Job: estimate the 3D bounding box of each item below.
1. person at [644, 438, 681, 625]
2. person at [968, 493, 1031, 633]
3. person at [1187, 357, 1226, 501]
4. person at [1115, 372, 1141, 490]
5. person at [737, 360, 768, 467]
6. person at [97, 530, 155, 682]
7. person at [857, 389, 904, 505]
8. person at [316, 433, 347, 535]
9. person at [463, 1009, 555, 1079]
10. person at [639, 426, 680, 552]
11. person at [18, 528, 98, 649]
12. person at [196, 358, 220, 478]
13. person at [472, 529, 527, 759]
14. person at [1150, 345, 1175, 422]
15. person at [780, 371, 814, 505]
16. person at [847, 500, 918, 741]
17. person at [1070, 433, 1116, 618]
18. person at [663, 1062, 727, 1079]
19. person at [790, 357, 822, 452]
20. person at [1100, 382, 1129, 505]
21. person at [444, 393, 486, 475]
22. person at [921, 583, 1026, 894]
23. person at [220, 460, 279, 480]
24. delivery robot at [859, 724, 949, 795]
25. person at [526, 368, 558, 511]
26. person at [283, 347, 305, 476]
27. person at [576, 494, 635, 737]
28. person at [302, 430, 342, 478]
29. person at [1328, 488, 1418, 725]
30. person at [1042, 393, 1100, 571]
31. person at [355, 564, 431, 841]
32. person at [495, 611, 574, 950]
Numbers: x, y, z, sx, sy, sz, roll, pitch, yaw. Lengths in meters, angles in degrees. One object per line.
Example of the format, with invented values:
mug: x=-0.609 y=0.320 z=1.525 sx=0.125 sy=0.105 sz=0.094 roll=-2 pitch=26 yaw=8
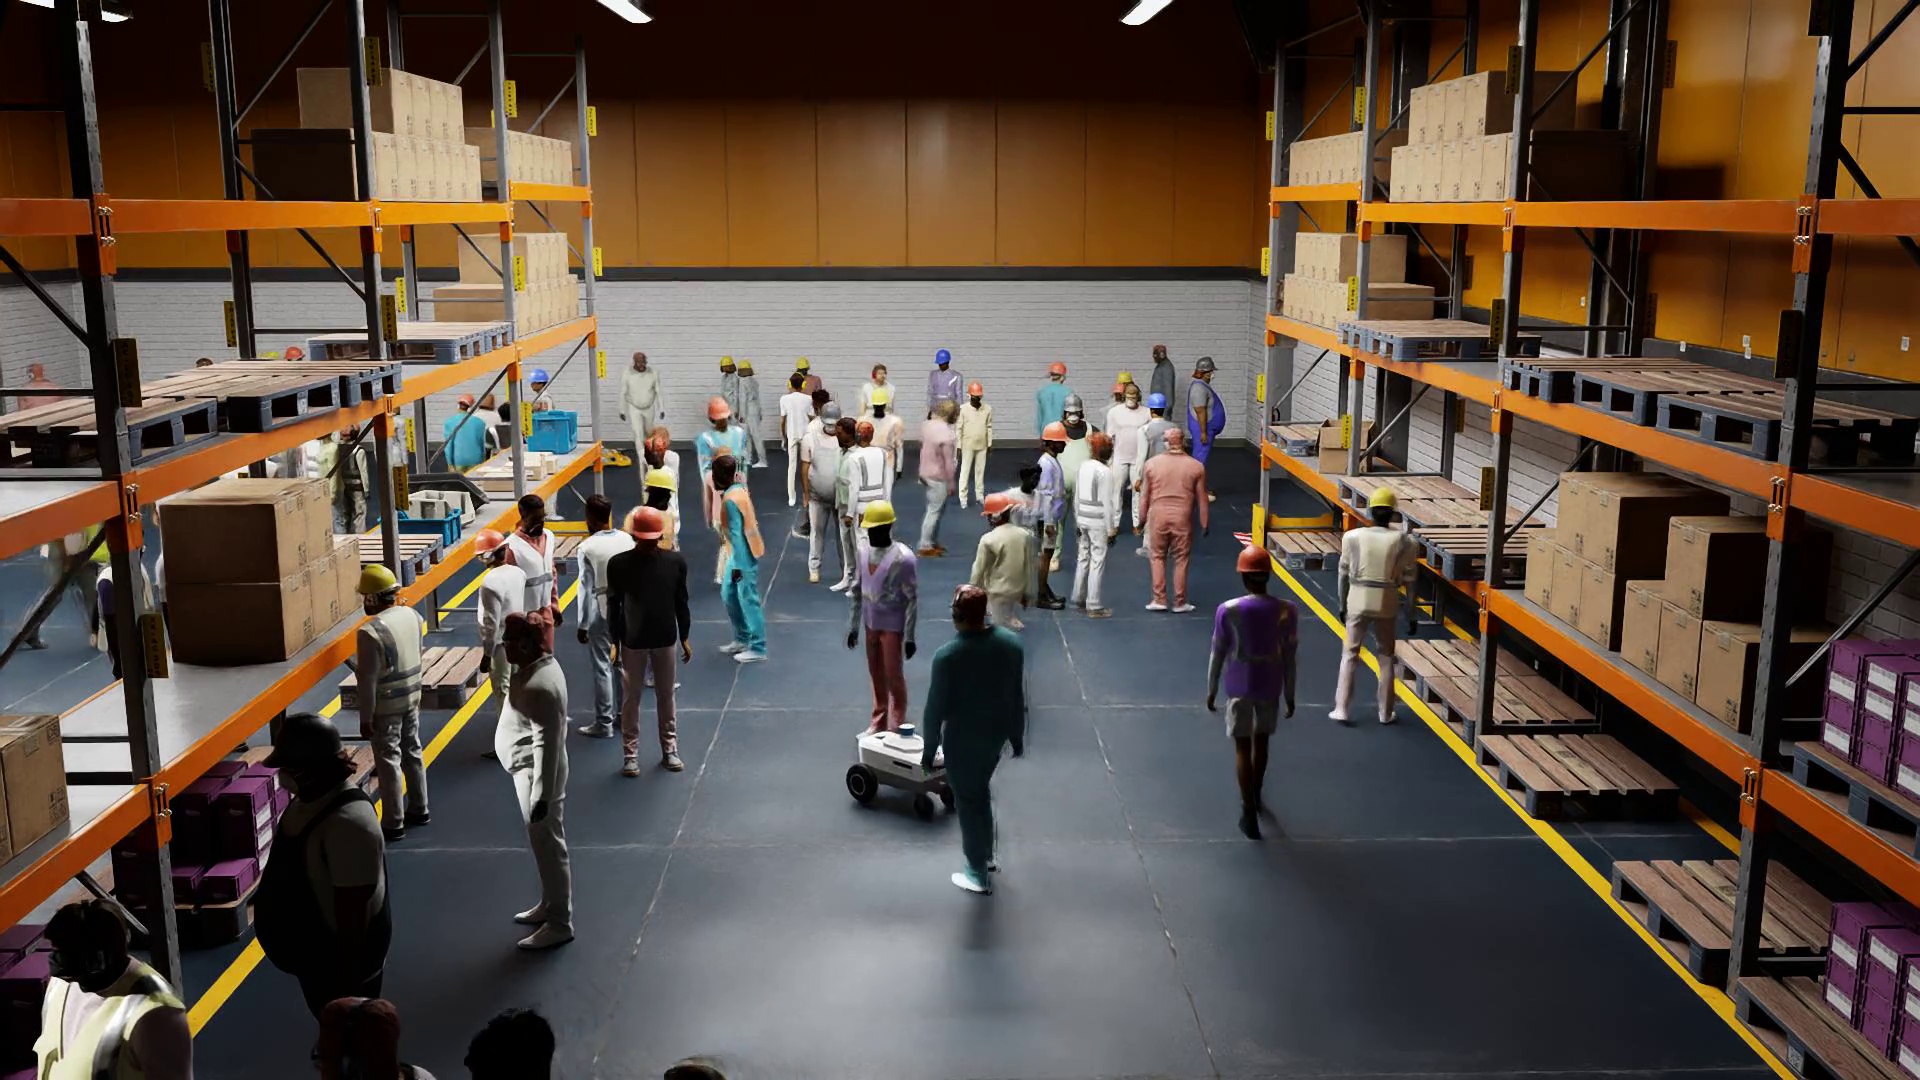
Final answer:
person: x=-2.950 y=-0.083 z=16.448 sx=0.362 sy=1.883 sz=0.575 roll=-4 pitch=12 yaw=-21
person: x=0.283 y=0.439 z=14.273 sx=0.806 sy=1.707 sz=0.552 roll=9 pitch=15 yaw=39
person: x=3.489 y=-1.584 z=23.573 sx=0.538 sy=2.000 sz=0.684 roll=1 pitch=11 yaw=5
person: x=2.441 y=-1.615 z=24.514 sx=0.494 sy=1.730 sz=0.324 roll=11 pitch=16 yaw=44
person: x=-3.355 y=-2.022 z=26.662 sx=0.603 sy=1.711 sz=0.500 roll=4 pitch=12 yaw=19
person: x=-6.045 y=0.803 z=12.102 sx=0.375 sy=1.840 sz=0.570 roll=-1 pitch=11 yaw=-3
person: x=-1.029 y=-0.909 z=20.572 sx=0.599 sy=1.894 sz=0.837 roll=2 pitch=12 yaw=12
person: x=-7.280 y=-0.566 z=19.190 sx=0.336 sy=1.760 sz=0.525 roll=-7 pitch=13 yaw=-31
person: x=-1.188 y=2.245 z=4.654 sx=0.619 sy=1.915 sz=0.918 roll=4 pitch=12 yaw=18
person: x=-3.528 y=-0.548 z=19.512 sx=0.501 sy=1.591 sz=0.871 roll=1 pitch=11 yaw=6
person: x=-8.383 y=0.144 z=15.530 sx=0.933 sy=1.806 sz=0.568 roll=-1 pitch=11 yaw=-4
person: x=-11.503 y=-1.880 z=25.556 sx=0.508 sy=1.842 sz=0.332 roll=9 pitch=14 yaw=37
person: x=-3.460 y=0.775 z=12.491 sx=0.338 sy=1.742 sz=0.563 roll=2 pitch=11 yaw=10
person: x=3.311 y=-2.254 z=27.322 sx=0.399 sy=1.895 sz=0.659 roll=-2 pitch=11 yaw=-9
person: x=-2.231 y=-1.407 z=23.107 sx=0.509 sy=1.877 sz=0.328 roll=1 pitch=11 yaw=5
person: x=-0.591 y=0.635 z=12.739 sx=0.606 sy=1.925 sz=0.384 roll=11 pitch=16 yaw=44
person: x=1.356 y=-0.150 z=16.856 sx=0.353 sy=1.876 sz=0.647 roll=-6 pitch=13 yaw=-28
person: x=-0.614 y=2.264 z=4.669 sx=0.641 sy=1.900 sz=0.837 roll=2 pitch=12 yaw=12
person: x=-2.444 y=-2.065 z=26.692 sx=0.546 sy=1.750 sz=0.394 roll=-2 pitch=11 yaw=-9
person: x=2.199 y=-1.331 z=23.108 sx=0.571 sy=1.727 sz=0.555 roll=4 pitch=12 yaw=21
person: x=-6.438 y=-1.054 z=21.735 sx=0.581 sy=1.709 sz=0.545 roll=-6 pitch=13 yaw=-27
person: x=0.038 y=1.187 z=10.054 sx=0.678 sy=1.888 sz=0.539 roll=-9 pitch=14 yaw=-38
person: x=-7.238 y=-0.176 z=17.030 sx=0.563 sy=1.838 sz=0.387 roll=-8 pitch=14 yaw=-33
delivery robot: x=-0.367 y=1.520 z=11.516 sx=0.707 sy=0.478 sz=0.477 roll=10 pitch=15 yaw=42
person: x=-5.694 y=-1.371 z=22.733 sx=0.380 sy=1.950 sz=0.605 roll=-5 pitch=12 yaw=-24
person: x=-10.223 y=-1.997 z=25.770 sx=0.387 sy=1.989 sz=0.623 roll=-6 pitch=13 yaw=-26
person: x=-2.755 y=0.591 z=13.013 sx=0.405 sy=1.909 sz=0.597 roll=6 pitch=13 yaw=29
person: x=-7.513 y=-0.766 z=19.949 sx=0.606 sy=1.850 sz=0.851 roll=6 pitch=13 yaw=29
person: x=3.294 y=0.548 z=13.234 sx=0.697 sy=1.900 sz=0.533 roll=3 pitch=12 yaw=13
person: x=1.285 y=-0.654 z=18.909 sx=0.682 sy=2.000 sz=0.537 roll=-1 pitch=11 yaw=-7
person: x=-3.738 y=1.055 z=10.895 sx=0.403 sy=1.824 sz=0.596 roll=3 pitch=12 yaw=16
person: x=-2.385 y=1.328 z=9.311 sx=0.402 sy=1.906 sz=0.652 roll=-3 pitch=12 yaw=-15
